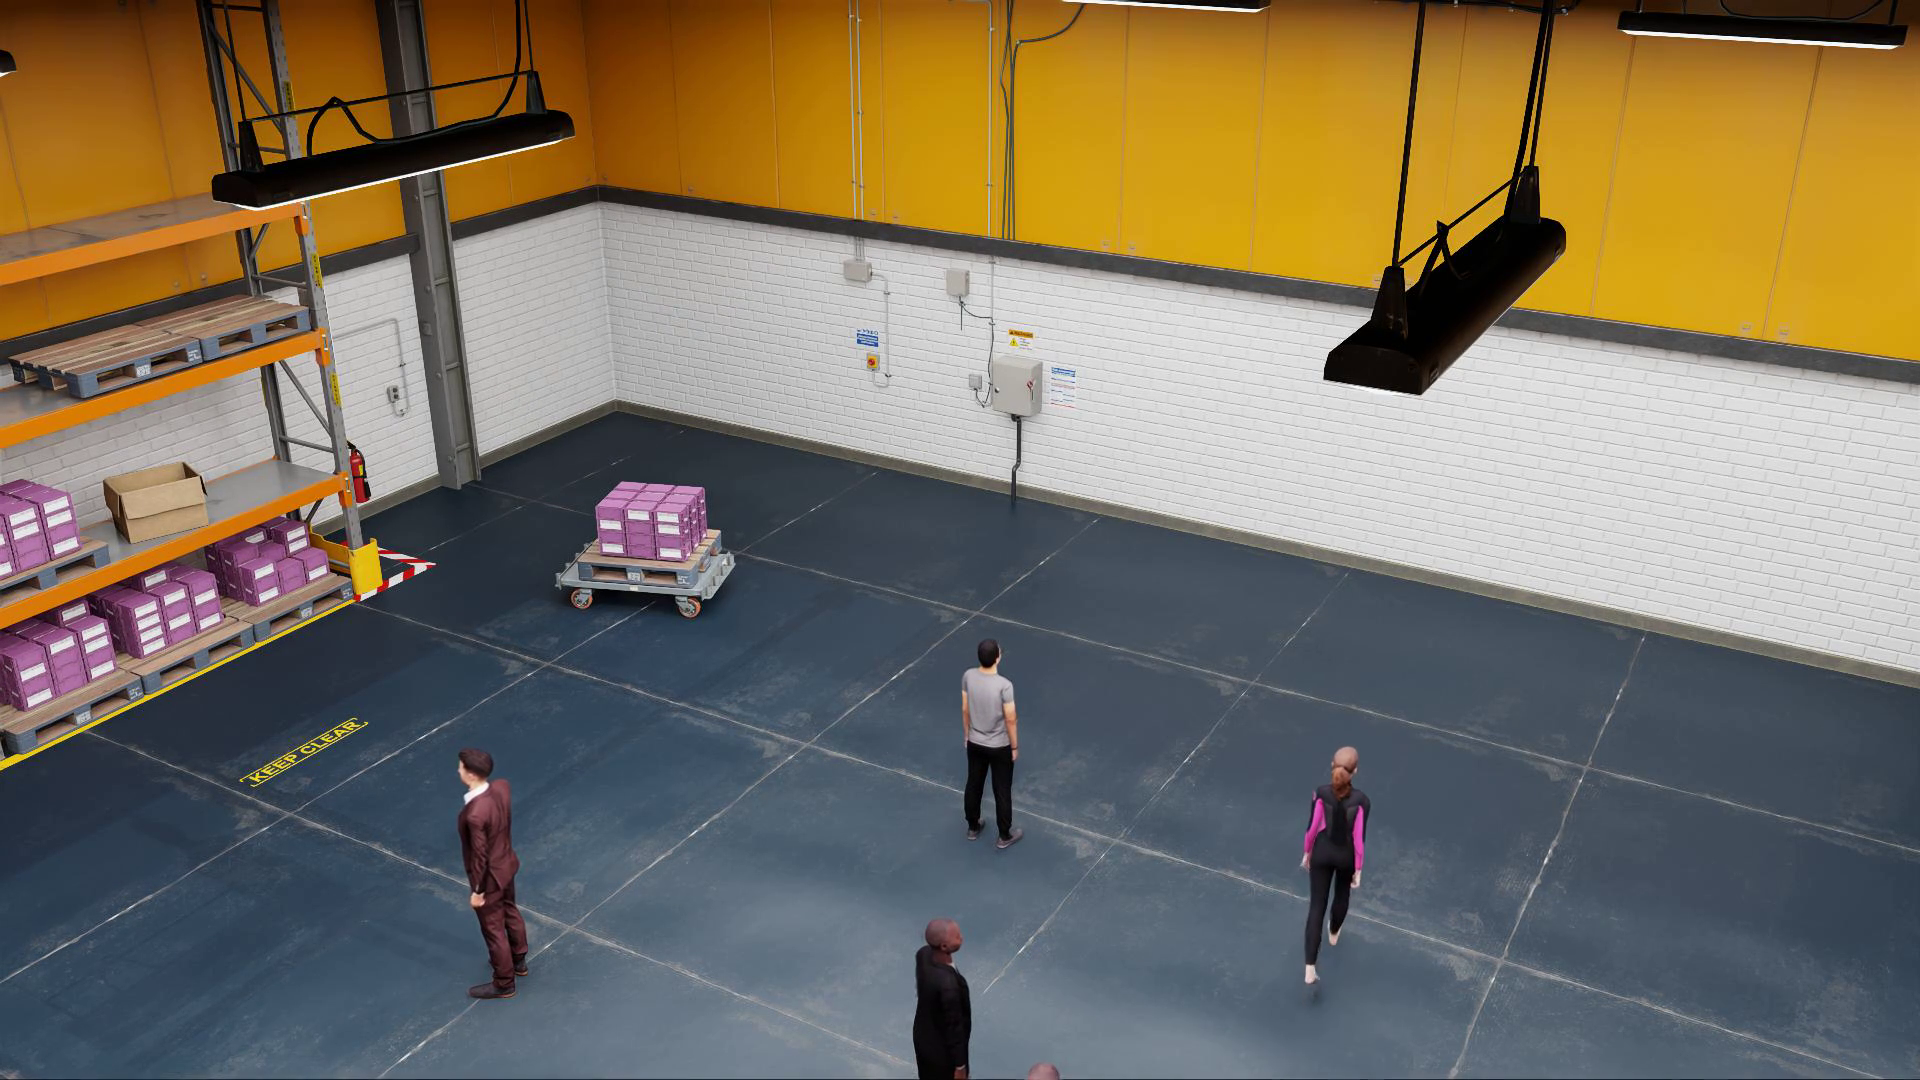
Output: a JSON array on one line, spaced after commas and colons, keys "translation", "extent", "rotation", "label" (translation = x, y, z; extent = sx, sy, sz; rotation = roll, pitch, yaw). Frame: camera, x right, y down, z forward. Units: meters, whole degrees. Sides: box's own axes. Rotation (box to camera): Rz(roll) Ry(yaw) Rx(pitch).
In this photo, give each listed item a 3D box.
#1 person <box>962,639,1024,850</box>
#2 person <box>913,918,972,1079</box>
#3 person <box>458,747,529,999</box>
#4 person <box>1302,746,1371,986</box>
[{"translation": [0.229, 1.548, 12.808], "extent": [0.603, 1.755, 0.532], "rotation": [13, 27, 27], "label": "person"}, {"translation": [-0.123, 2.931, 9.637], "extent": [0.757, 1.761, 0.734], "rotation": [-10, 26, -22], "label": "person"}, {"translation": [-3.134, 2.212, 11.151], "extent": [0.821, 1.865, 0.668], "rotation": [4, 24, 9], "label": "person"}, {"translation": [2.524, 2.229, 11.305], "extent": [0.718, 1.711, 1.160], "rotation": [8, 25, 17], "label": "person"}]
